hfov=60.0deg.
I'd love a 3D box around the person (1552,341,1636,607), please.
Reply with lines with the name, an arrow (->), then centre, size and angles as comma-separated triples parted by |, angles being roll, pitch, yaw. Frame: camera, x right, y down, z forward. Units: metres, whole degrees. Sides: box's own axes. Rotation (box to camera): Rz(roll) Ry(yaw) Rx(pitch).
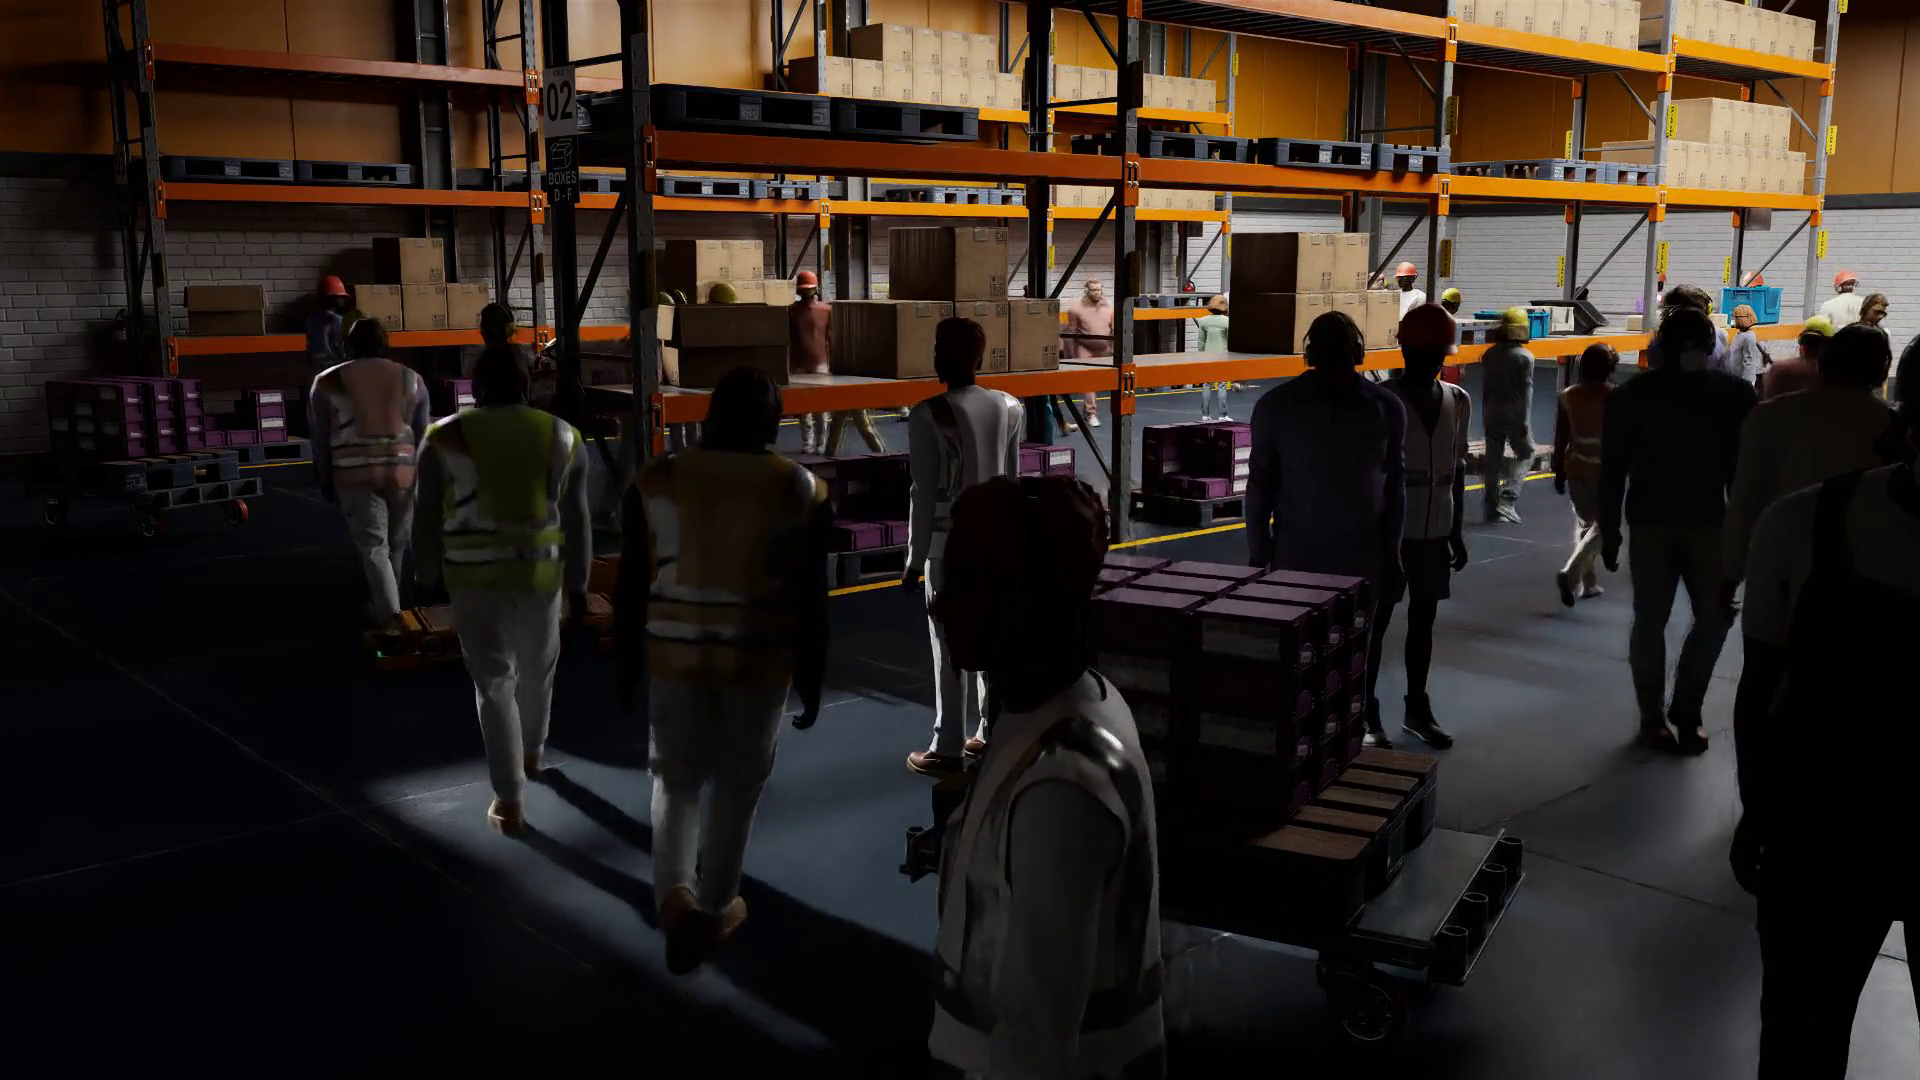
person -> 3.826, -0.397, 10.114 | 0.704, 1.611, 0.518 | -8, 12, -38

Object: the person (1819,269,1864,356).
person -> 10.545, -2.235, 19.797 | 0.662, 1.974, 0.662 | 1, 10, 8

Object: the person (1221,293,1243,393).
person -> 4.328, -3.217, 25.905 | 0.587, 1.855, 1.044 | 4, 10, 21

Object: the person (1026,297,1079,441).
person -> 1.088, -1.972, 19.219 | 0.836, 1.650, 0.541 | -4, 11, -24

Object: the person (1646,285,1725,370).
person -> 4.858, -0.739, 11.236 | 0.672, 1.931, 0.346 | -4, 11, -24

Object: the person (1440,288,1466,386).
person -> 5.471, -1.944, 18.706 | 0.328, 1.764, 0.526 | -7, 12, -36

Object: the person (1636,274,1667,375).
person -> 9.940, -2.906, 23.840 | 0.347, 1.943, 0.545 | -5, 11, -27

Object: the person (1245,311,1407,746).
person -> 1.477, 0.039, 6.706 | 0.653, 1.906, 0.408 | 0, 10, 1

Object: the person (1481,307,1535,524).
person -> 4.331, -0.970, 13.147 | 0.361, 1.731, 0.486 | -8, 12, -38

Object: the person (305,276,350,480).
person -> -5.914, -1.518, 15.728 | 0.551, 1.934, 0.373 | 7, 12, 34

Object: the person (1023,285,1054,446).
person -> 0.804, -1.738, 17.282 | 0.373, 1.843, 0.571 | 7, 12, 34

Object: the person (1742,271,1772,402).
person -> 10.025, -2.434, 21.122 | 0.382, 1.932, 0.541 | -9, 13, -41

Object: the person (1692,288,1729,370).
person -> 5.979, -1.122, 13.613 | 0.530, 1.869, 0.311 | 5, 11, 26

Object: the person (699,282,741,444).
person -> -1.948, -1.136, 13.620 | 0.523, 1.907, 0.596 | -6, 11, -31

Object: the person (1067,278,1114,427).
person -> 1.668, -2.385, 21.046 | 0.637, 1.866, 0.967 | -3, 10, -16

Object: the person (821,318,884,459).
person -> -1.053, -1.334, 15.691 | 0.871, 1.576, 0.524 | -2, 10, -13

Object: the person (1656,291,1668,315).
person -> 9.899, -2.665, 23.304 | 0.308, 1.645, 0.514 | -5, 11, -28

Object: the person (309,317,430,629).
person -> -3.232, -0.322, 9.184 | 0.641, 1.796, 0.892 | -7, 12, -34

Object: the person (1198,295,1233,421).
person -> 3.293, -2.323, 21.329 | 0.504, 1.631, 0.281 | 7, 12, 34

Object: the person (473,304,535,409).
person -> -2.986, -0.623, 10.836 | 0.527, 1.813, 0.950 | 7, 12, 34

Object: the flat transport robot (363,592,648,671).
flat transport robot -> -2.423, 0.474, 8.940 | 1.431, 0.197, 0.652 | -5, 11, -25

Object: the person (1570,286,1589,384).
person -> 8.750, -2.737, 23.568 | 0.532, 1.697, 0.319 | 9, 13, 43

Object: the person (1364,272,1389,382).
person -> 5.883, -2.845, 23.608 | 0.406, 1.902, 0.638 | -5, 11, -29

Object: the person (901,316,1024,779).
person -> 0.004, 0.035, 6.792 | 0.575, 1.885, 0.355 | -9, 13, -42

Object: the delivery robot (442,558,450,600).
delivery robot -> -2.770, 0.133, 9.831 | 0.477, 0.478, 0.707 | 1, 10, 7

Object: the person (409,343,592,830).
person -> -1.776, 0.143, 6.430 | 0.644, 1.787, 0.971 | -5, 11, -26

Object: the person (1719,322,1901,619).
person -> 3.170, 0.151, 6.132 | 0.646, 1.876, 0.836 | 5, 11, 28

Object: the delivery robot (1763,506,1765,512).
delivery robot -> 6.565, -0.416, 13.045 | 0.707, 0.478, 0.477 | -4, 10, -21

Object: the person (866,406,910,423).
person -> -0.922, -2.340, 20.995 | 0.848, 1.799, 0.613 | -3, 10, -16

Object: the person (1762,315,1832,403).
person -> 5.939, -0.726, 11.768 | 0.548, 1.716, 0.938 | 8, 12, 38

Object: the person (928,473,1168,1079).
person -> 0.078, 0.818, 2.365 | 0.895, 1.840, 0.598 | 0, 10, 1

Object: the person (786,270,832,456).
person -> -1.642, -1.874, 17.726 | 0.628, 1.967, 0.698 | 1, 10, 7

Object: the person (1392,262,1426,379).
person -> 5.851, -2.631, 21.940 | 0.377, 2.044, 0.607 | -7, 12, -35

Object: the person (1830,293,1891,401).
person -> 8.096, -1.321, 15.022 | 0.578, 1.794, 0.897 | -1, 10, -3

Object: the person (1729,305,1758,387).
person -> 8.102, -1.623, 17.264 | 0.287, 1.629, 0.499 | 2, 10, 10

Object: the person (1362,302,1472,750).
person -> 1.950, -0.050, 7.156 | 0.542, 1.931, 0.366 | -3, 10, -15

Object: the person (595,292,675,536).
person -> -2.339, -0.927, 12.517 | 0.982, 1.852, 0.599 | 1, 10, 5

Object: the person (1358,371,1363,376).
person -> 4.968, -2.293, 21.139 | 0.307, 1.639, 0.515 | -9, 13, -44

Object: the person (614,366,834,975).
person -> -0.705, 0.399, 4.931 | 0.669, 1.808, 0.713 | 0, 10, 0

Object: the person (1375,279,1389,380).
person -> 7.190, -3.609, 28.533 | 0.448, 1.752, 0.525 | 3, 10, 17

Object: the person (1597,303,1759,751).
person -> 3.053, -0.035, 7.082 | 0.659, 1.923, 0.487 | 1, 10, 8

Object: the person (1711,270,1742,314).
person -> 12.142, -3.296, 26.162 | 0.667, 1.957, 0.579 | 5, 11, 27

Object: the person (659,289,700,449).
person -> -2.355, -1.198, 14.121 | 0.534, 1.856, 0.365 | 8, 13, 41

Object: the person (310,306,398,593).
person -> -3.789, -0.570, 10.552 | 0.598, 1.811, 0.779 | -6, 12, -33
